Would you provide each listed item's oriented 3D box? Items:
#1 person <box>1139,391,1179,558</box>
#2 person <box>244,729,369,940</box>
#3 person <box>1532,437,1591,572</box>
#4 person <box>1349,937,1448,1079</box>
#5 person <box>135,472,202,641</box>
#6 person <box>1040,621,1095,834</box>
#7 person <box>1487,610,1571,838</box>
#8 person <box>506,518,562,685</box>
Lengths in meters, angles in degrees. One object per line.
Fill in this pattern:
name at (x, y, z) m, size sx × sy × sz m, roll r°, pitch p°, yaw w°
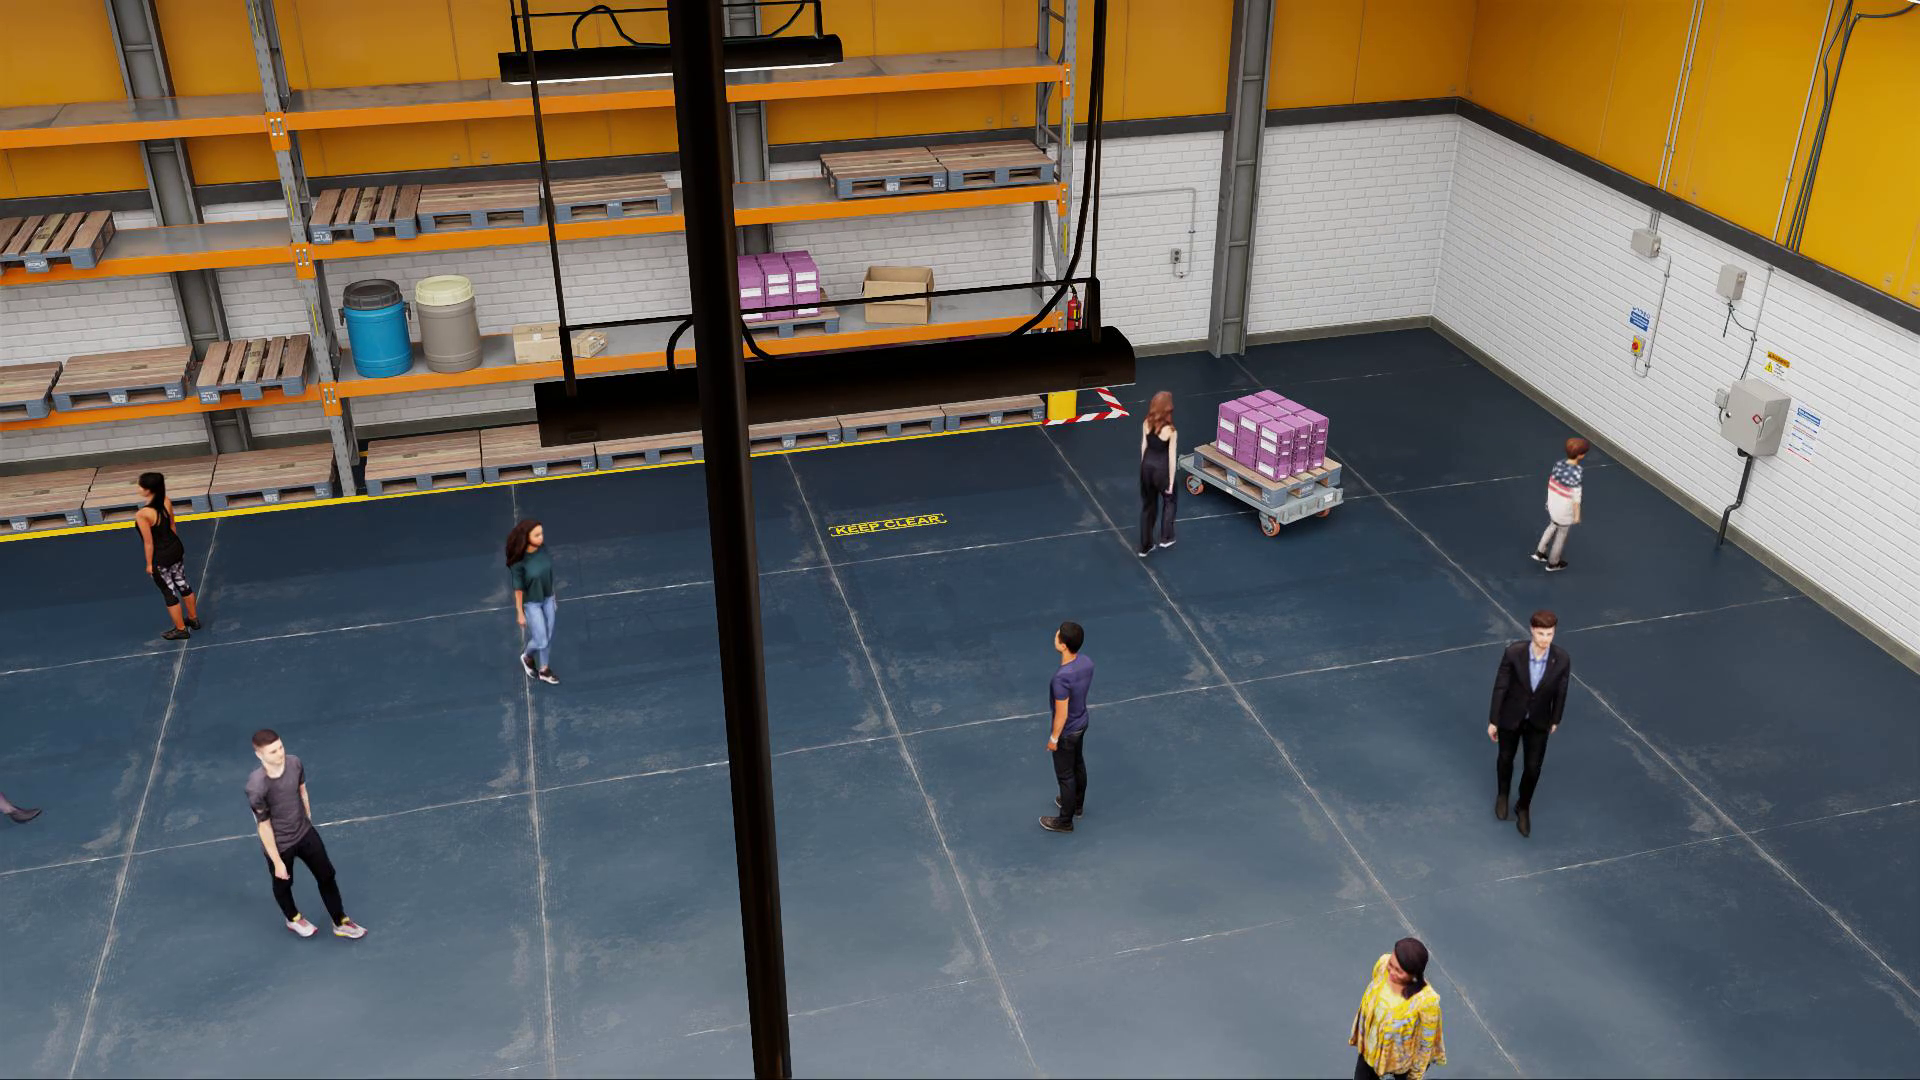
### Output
person at (1.885, -0.619, 16.316) m, size 0.794 × 1.731 × 0.855 m, roll 15°, pitch 32°, yaw 26°
person at (-4.681, 2.029, 11.451) m, size 1.022 × 1.742 × 0.959 m, roll 15°, pitch 32°, yaw 26°
person at (5.798, -0.339, 16.114) m, size 0.604 × 1.434 × 0.576 m, roll -12°, pitch 31°, yaw -21°
person at (2.630, 2.987, 9.830) m, size 1.128 × 1.613 × 0.934 m, roll -21°, pitch 35°, yaw -33°
person at (-7.186, 0.130, 15.030) m, size 0.670 × 1.649 × 0.665 m, roll 6°, pitch 29°, yaw 11°
person at (0.828, 1.402, 12.547) m, size 0.758 × 1.793 × 0.706 m, roll 15°, pitch 32°, yaw 25°
person at (4.287, 1.296, 12.656) m, size 0.827 × 1.874 × 0.903 m, roll 8°, pitch 30°, yaw 14°
person at (-3.717, 0.525, 14.350) m, size 0.800 × 1.607 × 0.739 m, roll 17°, pitch 33°, yaw 28°
